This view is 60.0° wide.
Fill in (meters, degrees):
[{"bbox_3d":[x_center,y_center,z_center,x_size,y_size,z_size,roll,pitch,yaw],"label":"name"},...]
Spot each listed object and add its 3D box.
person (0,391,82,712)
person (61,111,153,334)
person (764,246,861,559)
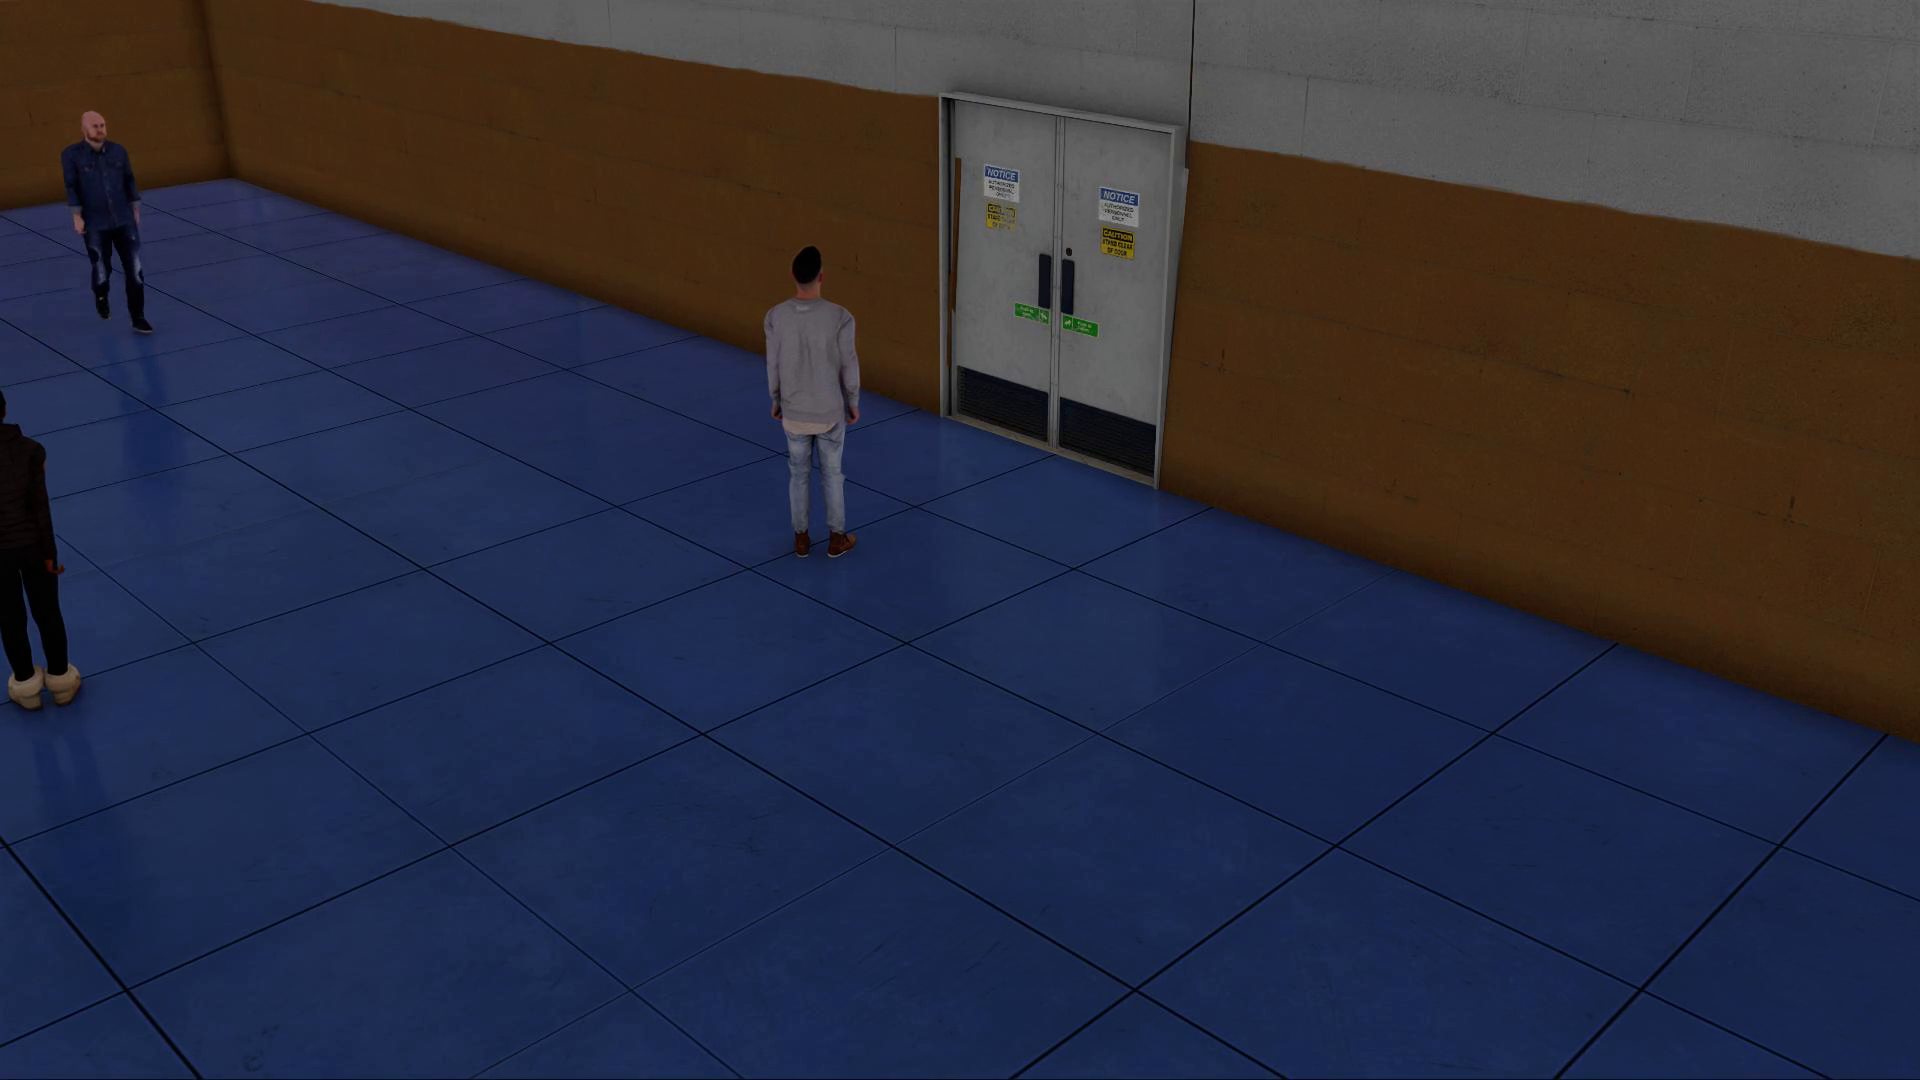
[{"bbox_3d":[-4.454,0.049,7.846,0.680,1.659,0.619,9,25,20],"label":"person"},{"bbox_3d":[-7.061,-2.615,13.744,0.797,1.812,0.766,-22,32,-40],"label":"person"},{"bbox_3d":[-0.835,-0.778,9.511,0.766,1.840,0.797,2,24,6],"label":"person"}]
